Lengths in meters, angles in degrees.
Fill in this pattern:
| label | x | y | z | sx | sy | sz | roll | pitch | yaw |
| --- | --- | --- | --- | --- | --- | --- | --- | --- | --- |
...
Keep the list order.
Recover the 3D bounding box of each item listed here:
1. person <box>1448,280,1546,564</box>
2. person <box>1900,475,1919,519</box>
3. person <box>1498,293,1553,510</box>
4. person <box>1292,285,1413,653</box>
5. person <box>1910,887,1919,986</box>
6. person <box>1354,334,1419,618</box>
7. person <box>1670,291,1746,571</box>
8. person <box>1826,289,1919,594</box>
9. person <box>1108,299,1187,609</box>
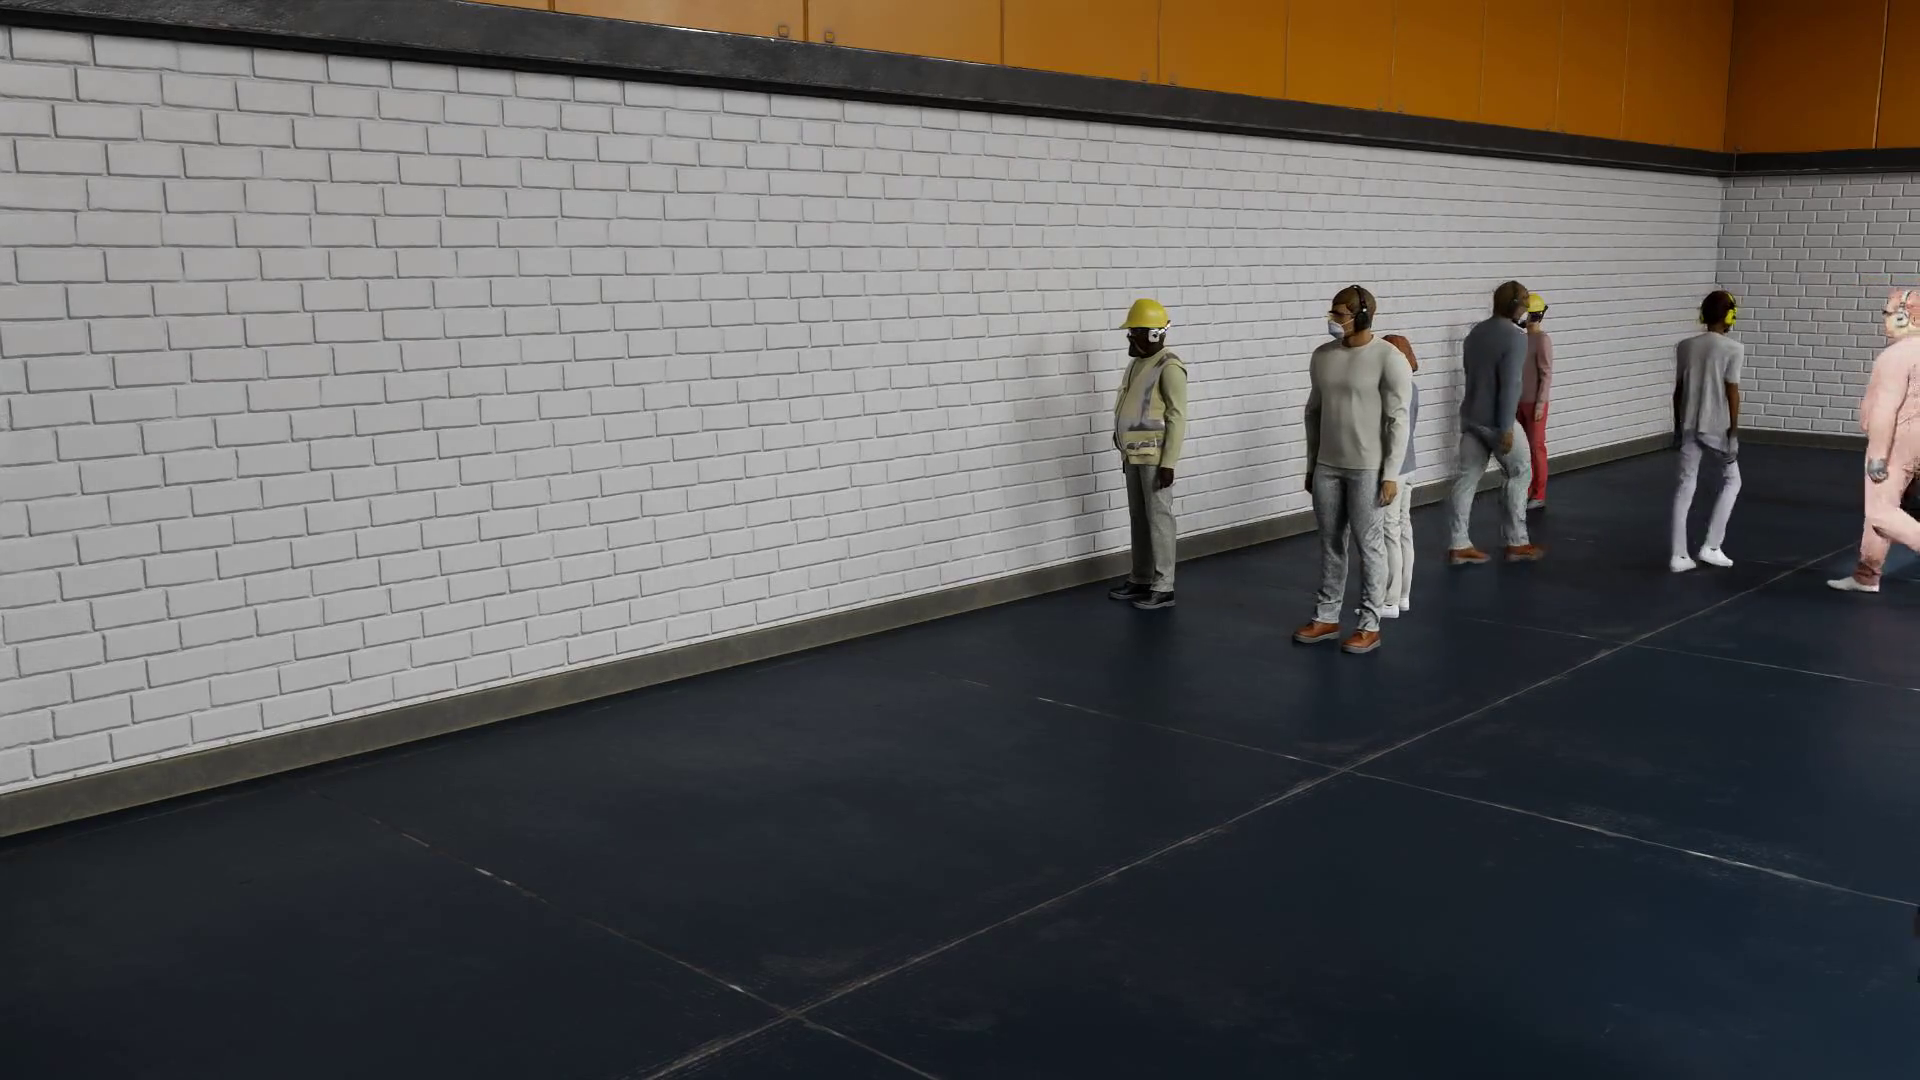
| label | x | y | z | sx | sy | sz | roll | pitch | yaw |
| --- | --- | --- | --- | --- | --- | --- | --- | --- | --- |
| person | 3.669 | -0.780 | 11.200 | 0.830 | 1.903 | 0.656 | -3 | 10 | -17 |
| person | 7.708 | -1.122 | 13.069 | 0.378 | 1.932 | 0.551 | -1 | 10 | -3 |
| person | 4.633 | -1.128 | 13.585 | 0.329 | 1.767 | 0.529 | -1 | 10 | -5 |
| person | 2.077 | -0.373 | 8.801 | 0.377 | 1.937 | 0.629 | -8 | 13 | -38 |
| person | 2.228 | 0.549 | 3.362 | 0.672 | 2.016 | 0.614 | 0 | 10 | 0 |
| person | 2.485 | -0.366 | 9.623 | 0.278 | 1.634 | 0.498 | 7 | 12 | 33 |
| person | 4.938 | -0.713 | 10.986 | 0.619 | 1.842 | 0.557 | -7 | 12 | -33 |
| person | 5.703 | -0.560 | 10.016 | 0.657 | 1.883 | 0.744 | -8 | 13 | -39 |
| person | 1.109 | -0.511 | 9.881 | 0.404 | 1.830 | 0.599 | -4 | 11 | -20 |
